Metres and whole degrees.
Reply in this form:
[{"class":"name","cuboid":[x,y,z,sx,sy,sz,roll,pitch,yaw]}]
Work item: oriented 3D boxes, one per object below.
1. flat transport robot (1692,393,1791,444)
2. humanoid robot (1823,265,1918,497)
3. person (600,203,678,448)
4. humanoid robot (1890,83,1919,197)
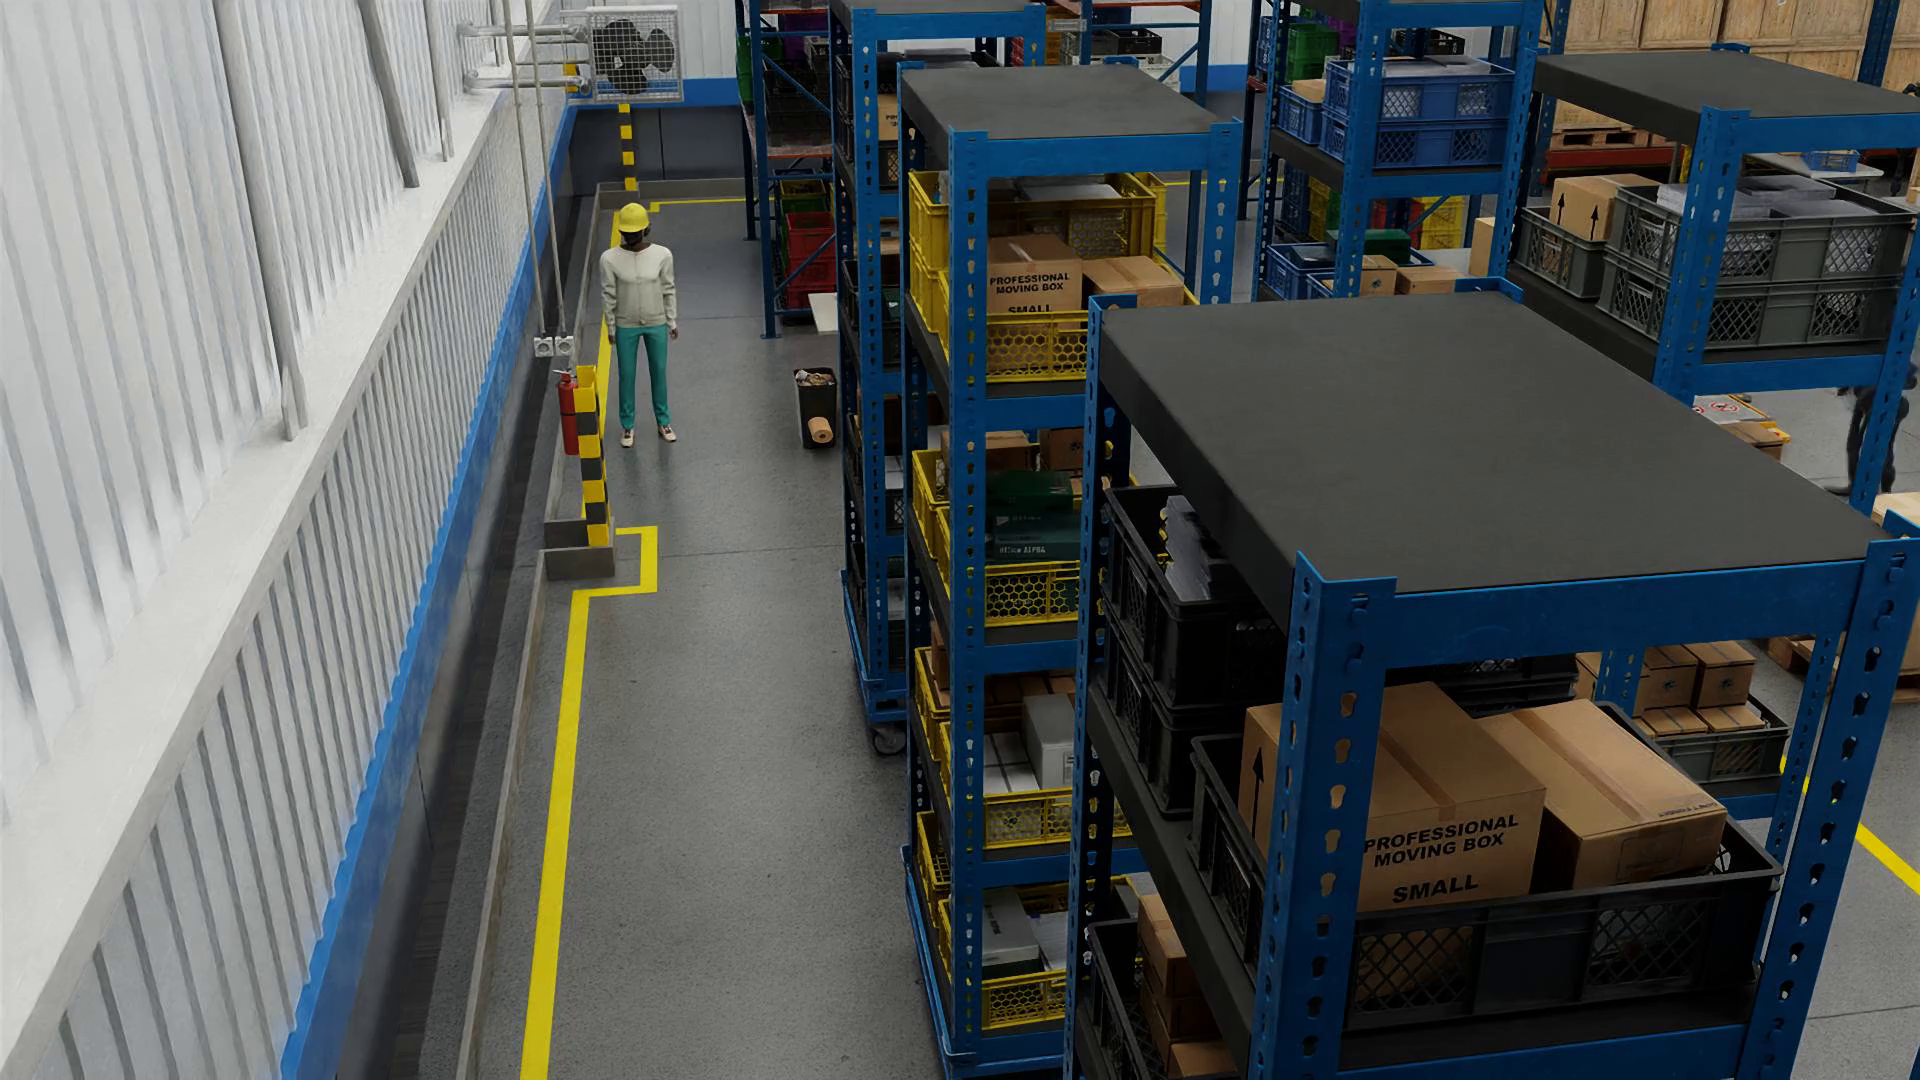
[{"class":"flat transport robot","cuboid":[5.224,-0.859,12.132,1.431,0.197,0.652,-4,25,-8]},{"class":"humanoid robot","cuboid":[5.915,-0.977,10.728,0.488,1.630,0.718,-1,25,-3]},{"class":"person","cuboid":[-2.260,-1.528,11.829,0.524,1.765,0.327,-8,26,-17]},{"class":"humanoid robot","cuboid":[10.479,-4.407,18.175,0.601,1.658,0.327,17,30,32]}]
